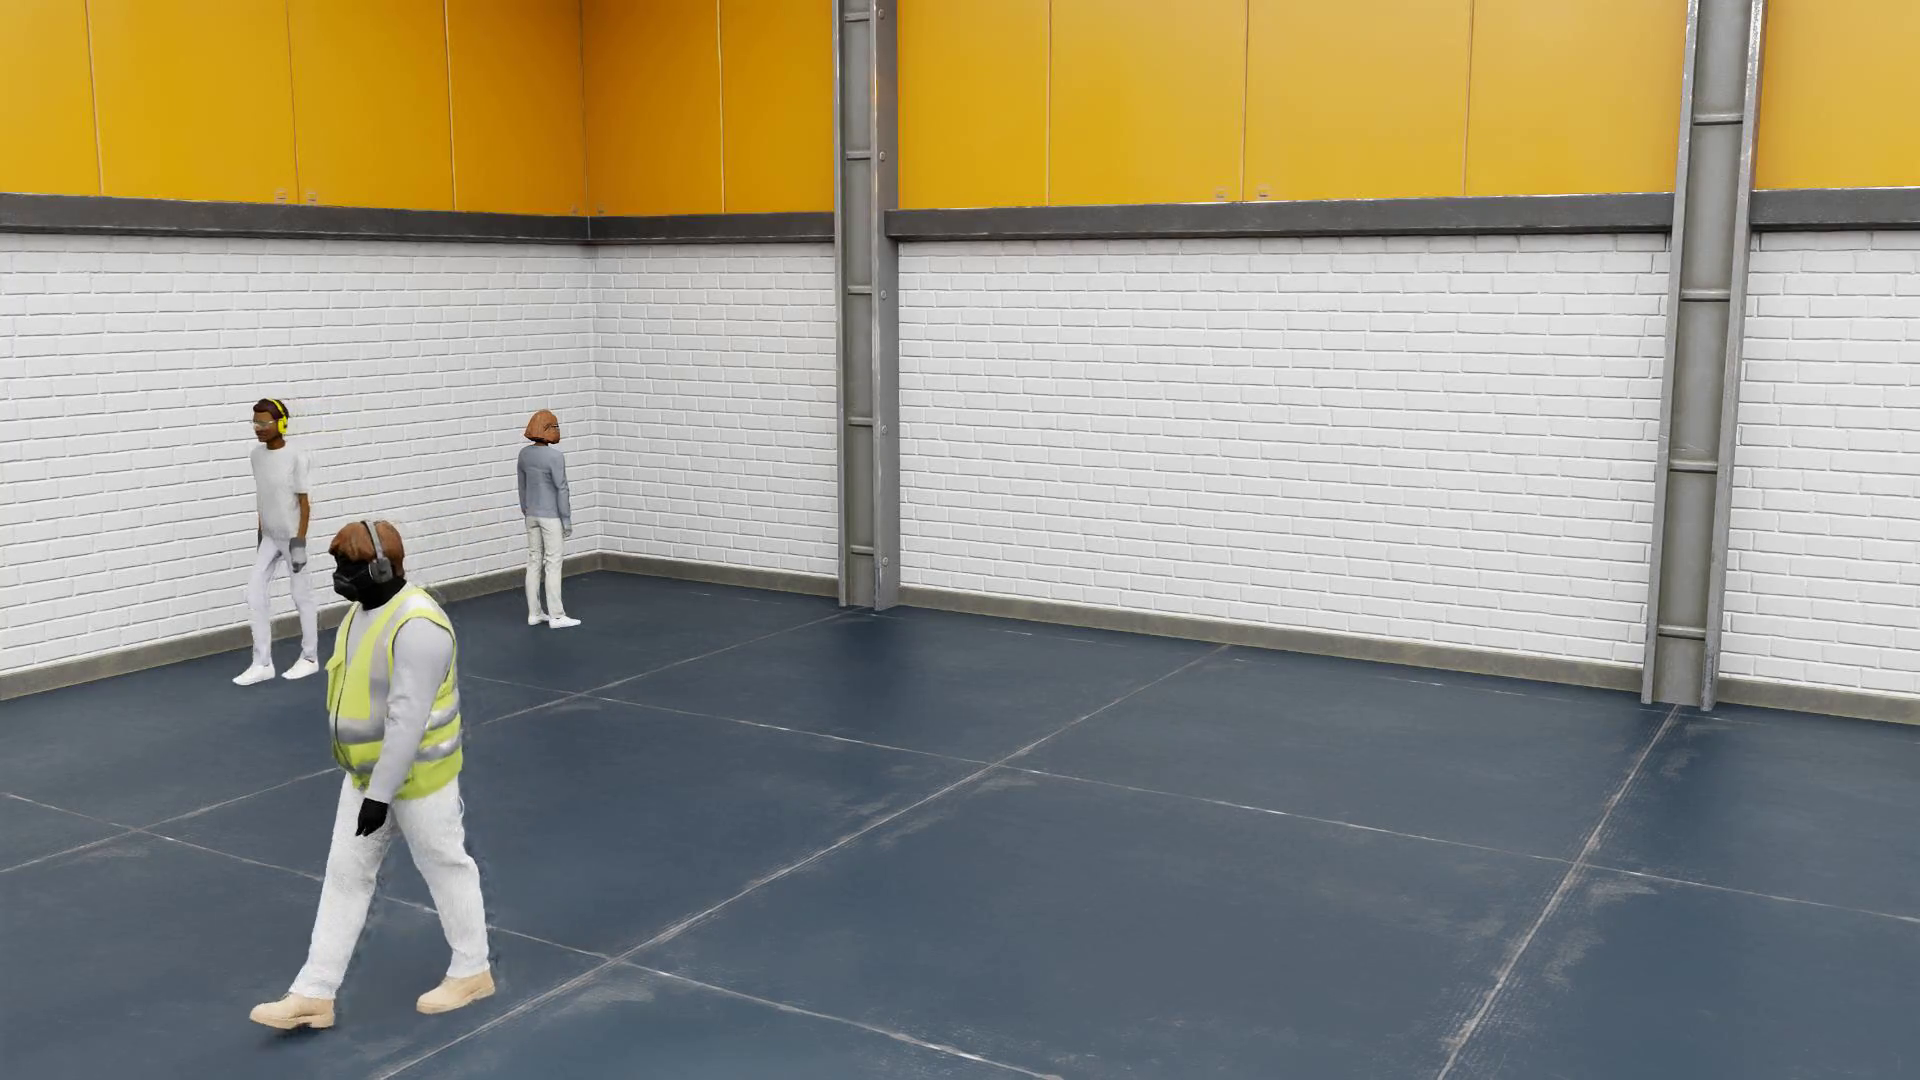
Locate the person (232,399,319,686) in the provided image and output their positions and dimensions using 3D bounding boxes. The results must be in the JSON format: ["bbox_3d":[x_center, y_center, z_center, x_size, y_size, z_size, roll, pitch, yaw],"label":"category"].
[{"bbox_3d":[-4.429,0.023,10.668,0.565,1.845,0.740,4,10,23],"label":"person"}]

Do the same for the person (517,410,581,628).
[{"bbox_3d":[-3.097,-0.156,12.464,0.506,1.633,0.279,6,11,35],"label":"person"}]

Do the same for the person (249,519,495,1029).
[{"bbox_3d":[-2.053,0.835,5.768,0.622,1.798,0.902,9,13,44],"label":"person"}]
